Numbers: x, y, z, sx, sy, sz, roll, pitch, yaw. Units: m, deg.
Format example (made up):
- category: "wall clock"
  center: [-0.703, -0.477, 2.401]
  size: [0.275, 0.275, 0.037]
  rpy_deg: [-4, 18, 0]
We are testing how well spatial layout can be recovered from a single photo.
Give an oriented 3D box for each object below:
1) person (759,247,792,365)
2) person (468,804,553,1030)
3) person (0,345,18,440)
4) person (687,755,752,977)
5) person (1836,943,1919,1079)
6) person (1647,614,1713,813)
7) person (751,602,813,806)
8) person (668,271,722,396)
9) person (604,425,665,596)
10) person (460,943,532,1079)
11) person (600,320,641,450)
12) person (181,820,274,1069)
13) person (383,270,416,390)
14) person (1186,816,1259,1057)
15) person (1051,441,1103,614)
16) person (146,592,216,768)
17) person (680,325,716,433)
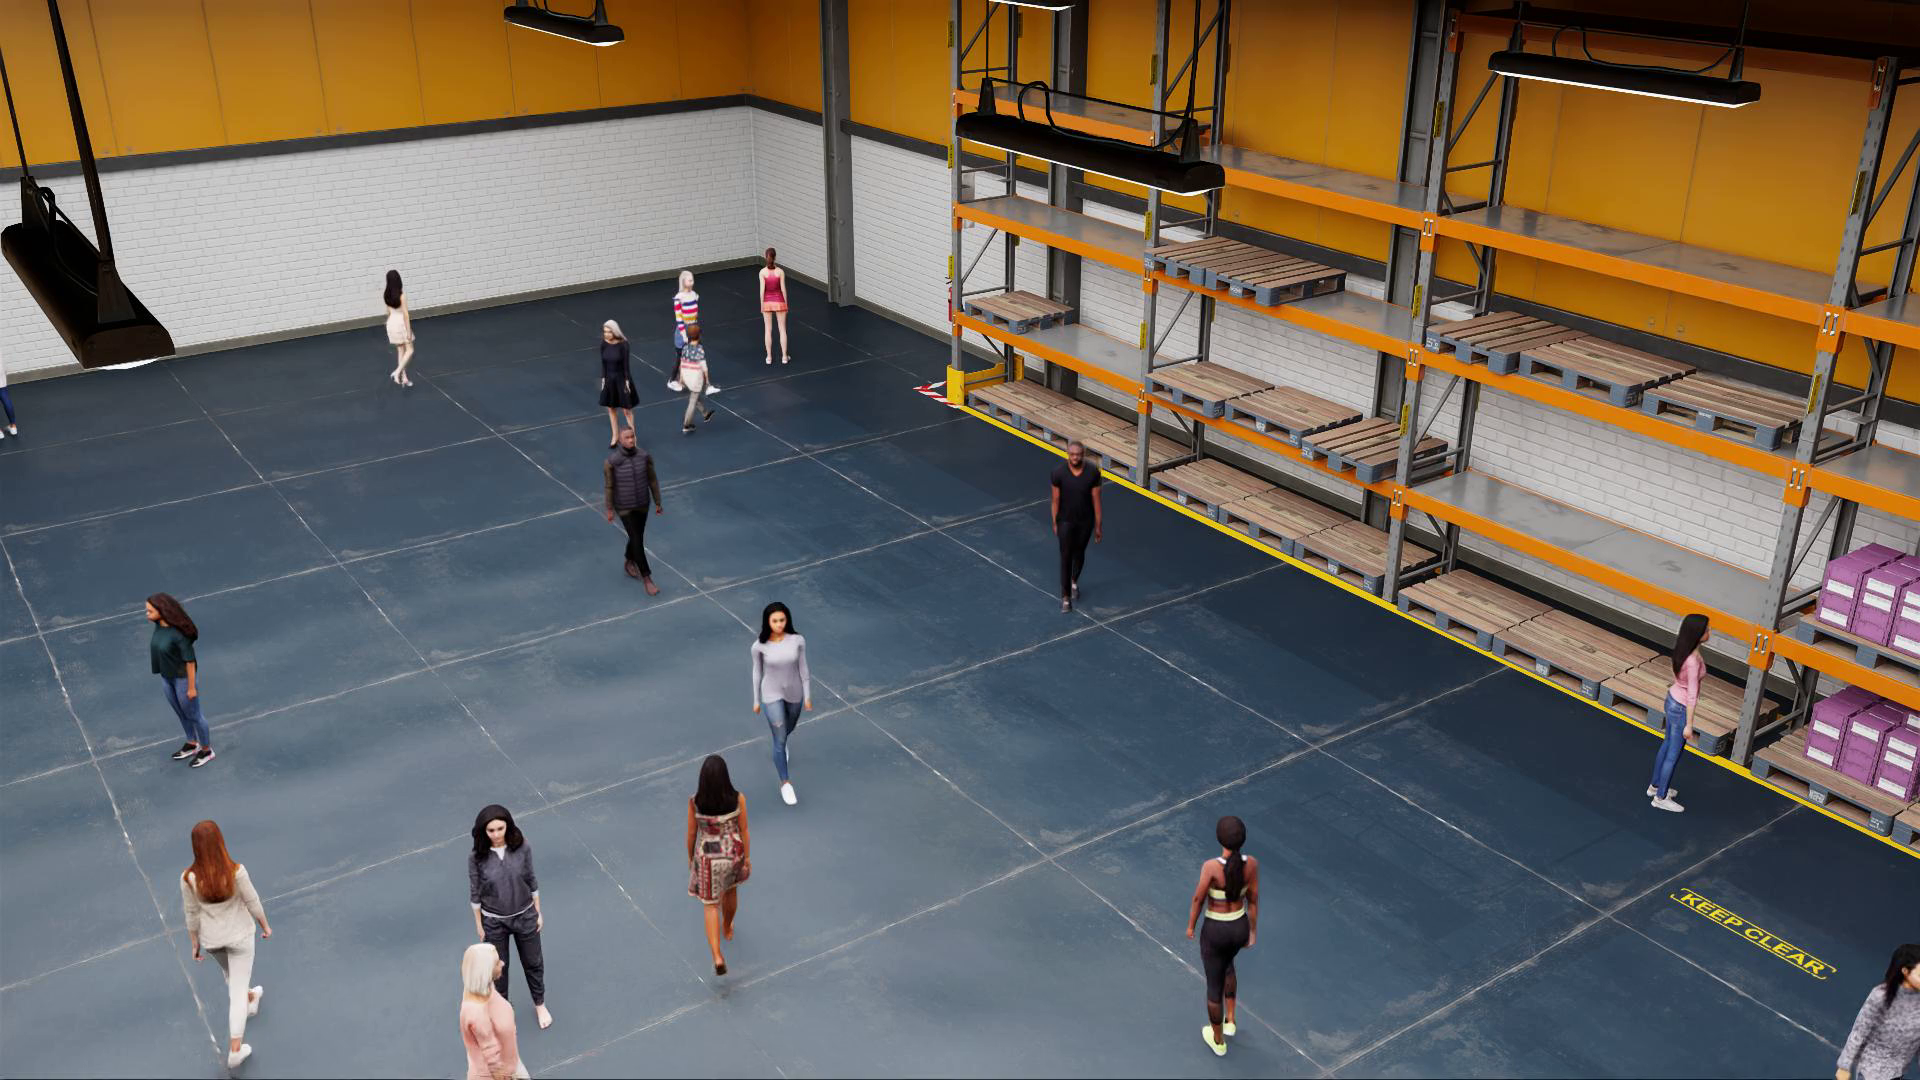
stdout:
- category: "person"
  center: [-2.782, -3.511, 24.872]
  size: [0.670, 1.754, 0.707]
  rpy_deg: [-1, 24, -2]
- category: "person"
  center: [-3.014, 2.506, 11.097]
  size: [0.631, 1.761, 0.580]
  rpy_deg: [-9, 25, -21]
- category: "person"
  center: [-12.773, -2.216, 21.883]
  size: [0.631, 1.775, 0.669]
  rpy_deg: [17, 29, 33]
- category: "person"
  center: [-1.699, 2.295, 11.753]
  size: [0.897, 1.623, 1.133]
  rpy_deg: [-4, 24, -9]
- category: "person"
  center: [5.425, 3.077, 9.876]
  size: [0.868, 1.694, 1.139]
  rpy_deg: [-6, 24, -14]
- category: "person"
  center: [5.930, 1.389, 13.678]
  size: [0.703, 1.742, 0.650]
  rpy_deg: [5, 24, 11]
- category: "person"
  center: [-1.511, 1.279, 13.971]
  size: [0.850, 1.707, 1.203]
  rpy_deg: [-8, 25, -17]
- category: "person"
  center: [-3.924, -2.898, 23.459]
  size: [1.227, 1.761, 0.924]
  rpy_deg: [16, 28, 32]
- category: "person"
  center: [-3.483, -0.357, 17.613]
  size: [0.702, 1.789, 1.121]
  rpy_deg: [-16, 28, -32]
- category: "person"
  center: [-2.838, 3.132, 9.767]
  size: [1.004, 1.680, 1.185]
  rpy_deg: [-5, 24, -10]
- category: "person"
  center: [-4.408, -1.998, 21.434]
  size: [0.702, 1.735, 0.791]
  rpy_deg: [7, 25, 15]
- category: "person"
  center: [-4.797, 2.657, 10.868]
  size: [0.950, 1.668, 1.185]
  rpy_deg: [-3, 24, -7]
- category: "person"
  center: [-8.033, -2.959, 23.643]
  size: [0.797, 1.727, 0.833]
  rpy_deg: [9, 25, 20]
- category: "person"
  center: [1.759, 2.630, 10.842]
  size: [0.662, 1.739, 0.704]
  rpy_deg: [-7, 25, -15]
- category: "person"
  center: [1.202, -0.198, 17.254]
  size: [1.068, 1.784, 1.205]
  rpy_deg: [0, 24, -1]
- category: "person"
  center: [-6.709, 1.185, 14.303]
  size: [0.633, 1.614, 0.739]
  rpy_deg: [16, 28, 32]
- category: "person"
  center: [-3.579, -2.119, 22.128]
  size: [0.939, 1.401, 0.830]
  rpy_deg: [12, 26, 26]
